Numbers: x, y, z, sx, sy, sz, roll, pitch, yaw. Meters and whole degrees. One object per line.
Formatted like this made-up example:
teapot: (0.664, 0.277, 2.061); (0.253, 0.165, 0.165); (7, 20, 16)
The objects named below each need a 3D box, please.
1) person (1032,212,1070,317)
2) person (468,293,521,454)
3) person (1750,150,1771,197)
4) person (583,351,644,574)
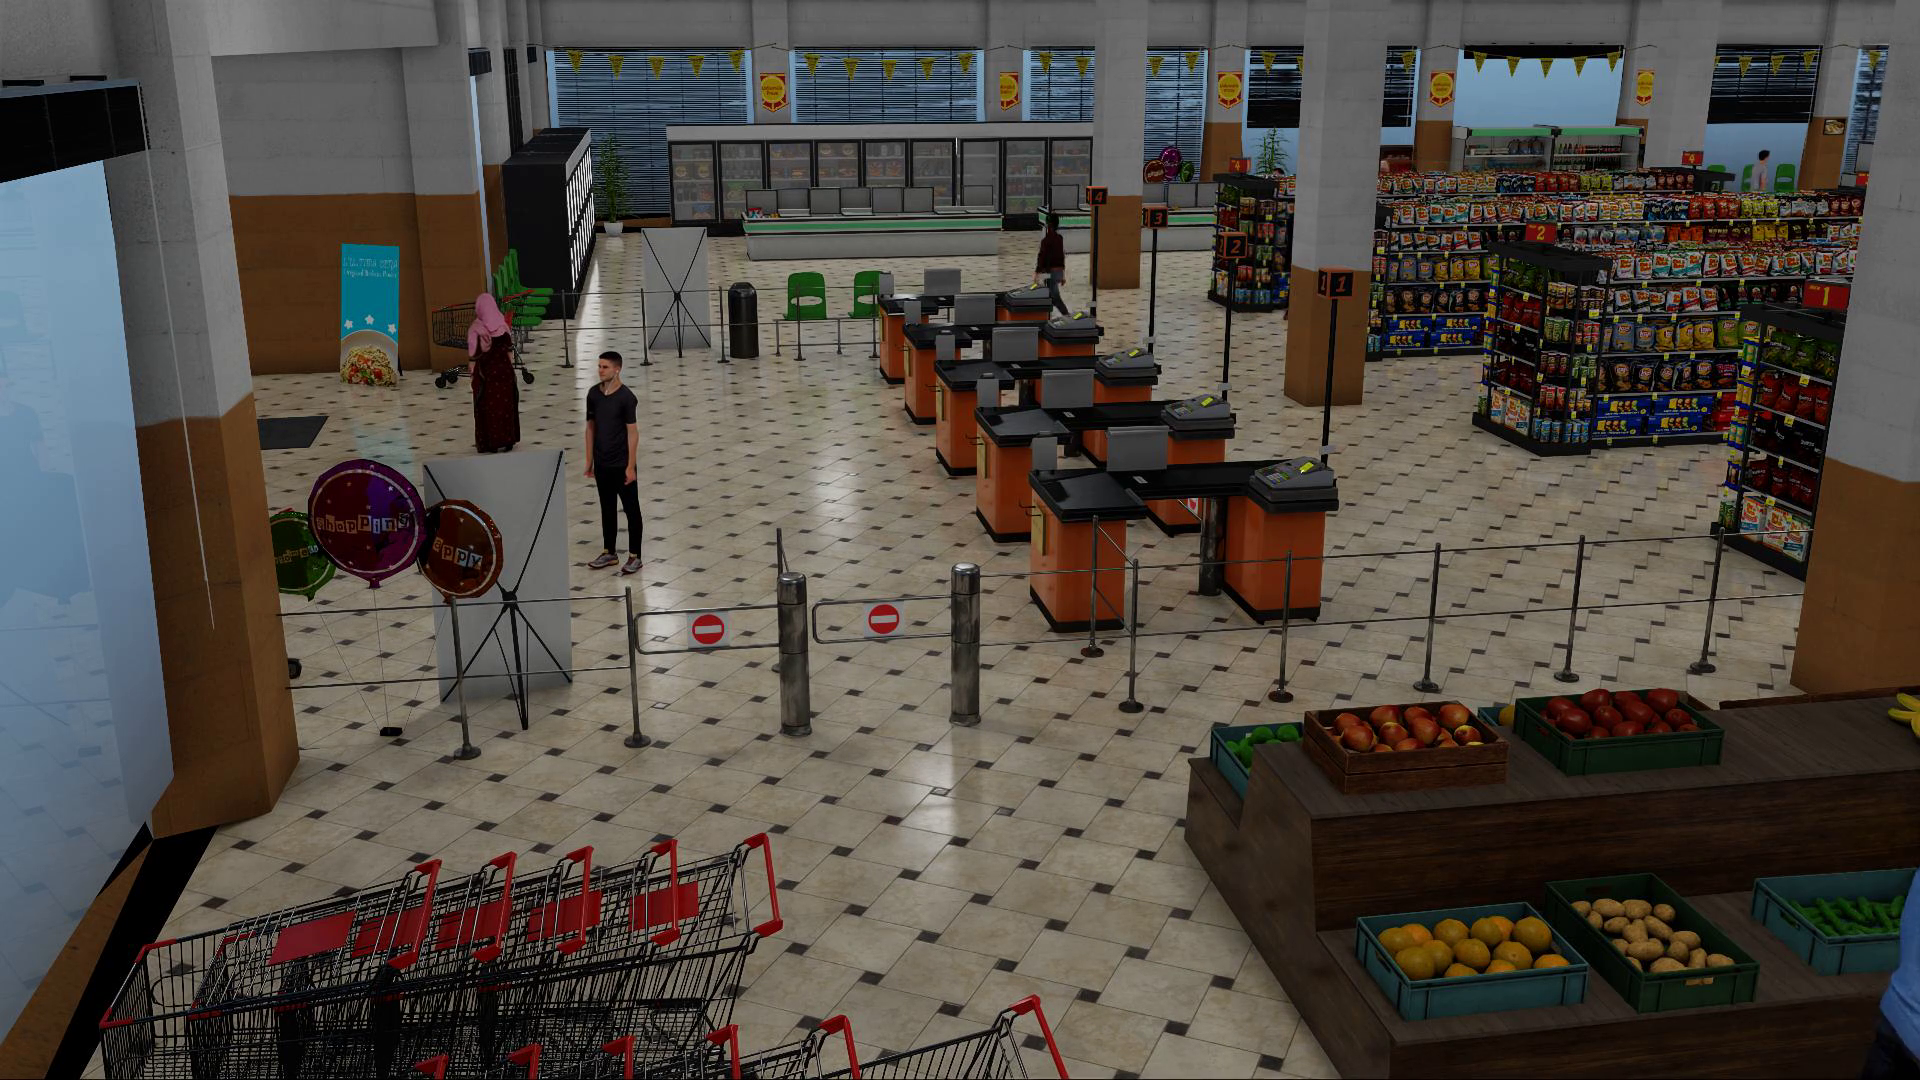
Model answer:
person: (1.359, -3.625, 23.126); (1.251, 1.731, 1.158); (11, 20, 31)
person: (-4.772, -1.711, 16.984); (0.696, 1.637, 0.815); (-12, 21, -34)
person: (16.398, -7.096, 34.348); (0.590, 1.853, 0.660); (-3, 17, -10)
person: (-2.732, -0.625, 13.188); (0.680, 1.765, 0.779); (8, 18, 24)
